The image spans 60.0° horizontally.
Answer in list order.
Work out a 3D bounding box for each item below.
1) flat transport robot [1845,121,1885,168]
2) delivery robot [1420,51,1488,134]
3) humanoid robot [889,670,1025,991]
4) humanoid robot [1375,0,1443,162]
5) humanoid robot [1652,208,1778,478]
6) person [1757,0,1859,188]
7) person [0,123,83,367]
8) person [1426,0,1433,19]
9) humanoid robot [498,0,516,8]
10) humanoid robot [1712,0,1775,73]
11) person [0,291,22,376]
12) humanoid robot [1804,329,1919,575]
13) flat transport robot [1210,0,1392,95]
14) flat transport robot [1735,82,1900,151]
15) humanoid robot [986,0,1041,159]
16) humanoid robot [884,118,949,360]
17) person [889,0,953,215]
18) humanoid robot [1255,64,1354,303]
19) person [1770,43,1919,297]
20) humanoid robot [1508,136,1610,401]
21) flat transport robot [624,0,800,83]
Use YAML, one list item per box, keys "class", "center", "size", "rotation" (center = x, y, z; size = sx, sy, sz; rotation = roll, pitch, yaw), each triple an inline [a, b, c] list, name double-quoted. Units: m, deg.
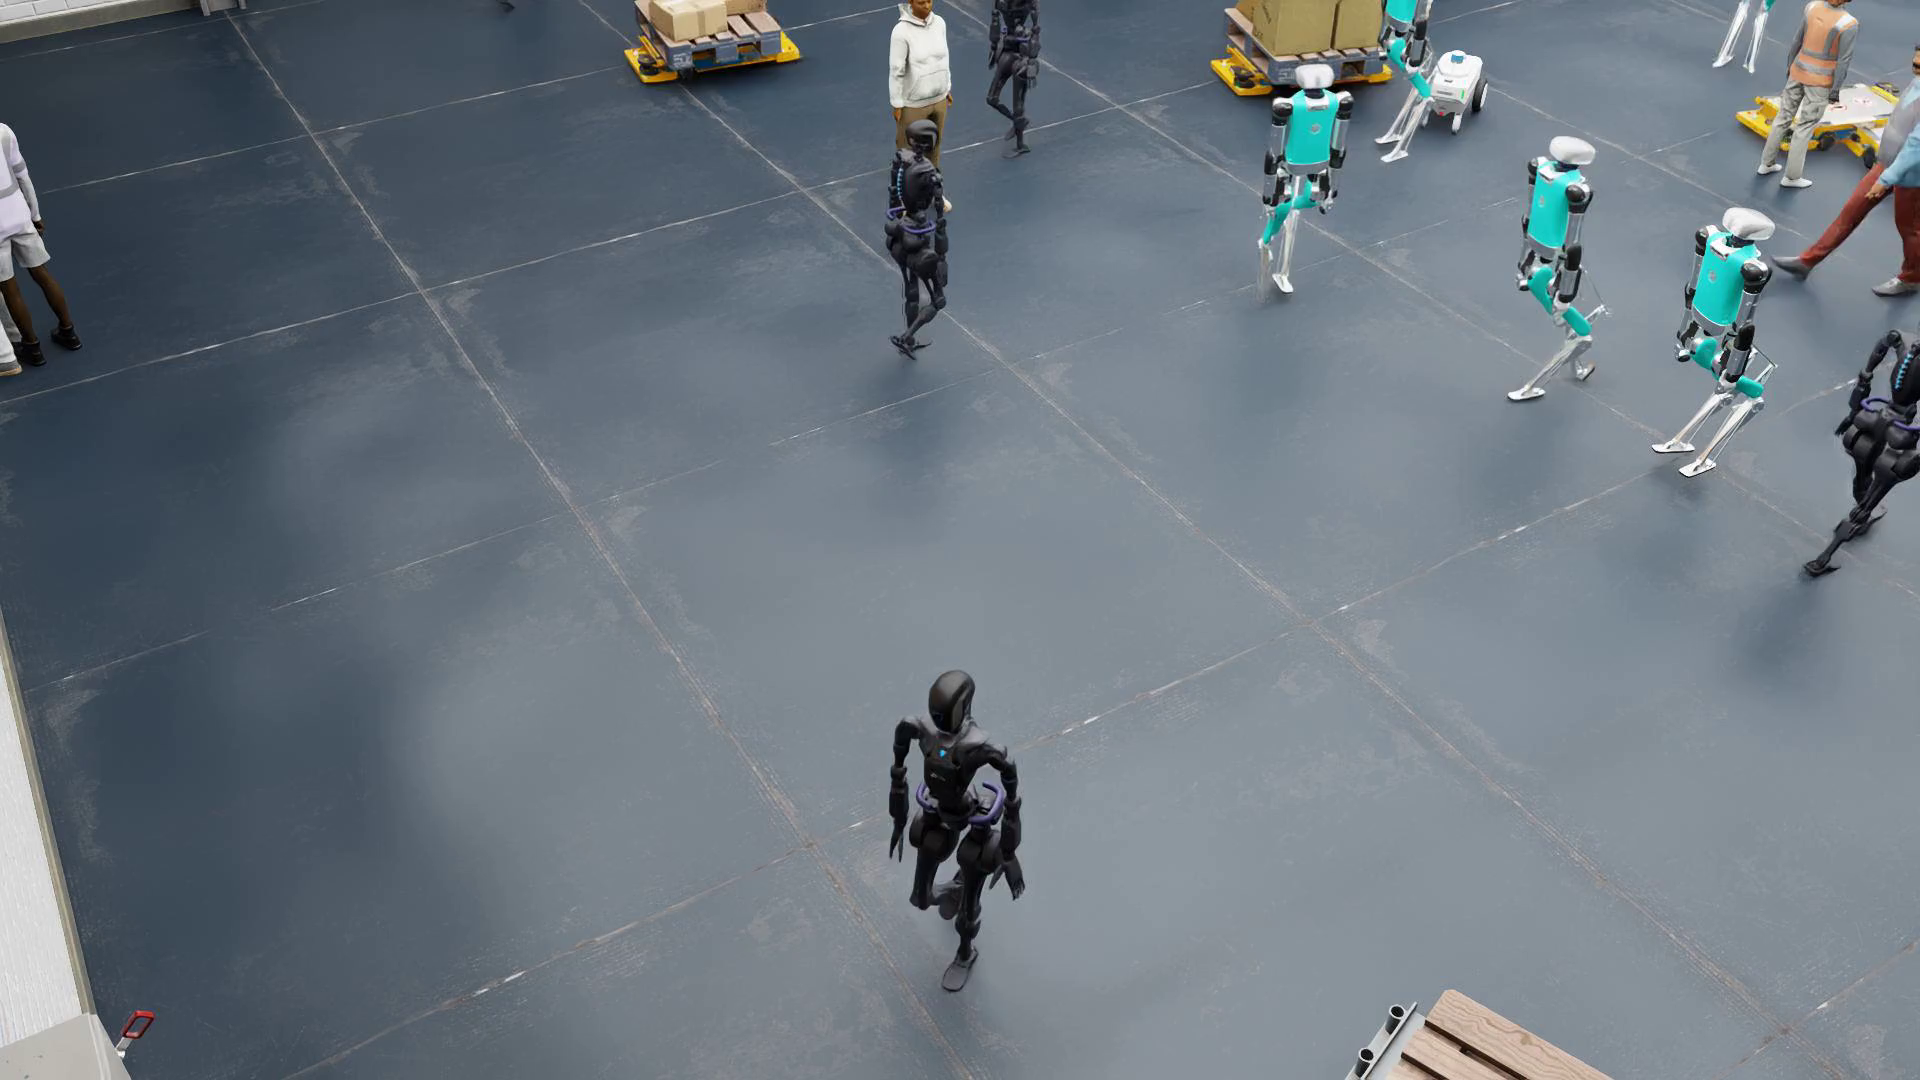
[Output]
- class: "flat transport robot"
  center: [7.542, -2.875, 12.919]
  size: [0.659, 0.231, 1.431]
  rotation: [-3, 38, -4]
- class: "delivery robot"
  center: [4.089, -3.769, 13.815]
  size: [0.499, 0.592, 0.774]
  rotation: [16, 41, 19]
- class: "humanoid robot"
  center: [0.028, 1.137, 6.727]
  size: [0.602, 1.650, 0.469]
  rotation: [16, 41, 19]
- class: "humanoid robot"
  center: [3.585, -3.855, 12.936]
  size: [0.678, 1.759, 0.545]
  rotation: [-14, 40, -17]
- class: "humanoid robot"
  center: [4.418, -1.129, 9.427]
  size: [0.735, 1.677, 0.533]
  rotation: [-10, 40, -13]
- class: "person"
  center: [6.447, -3.477, 12.573]
  size: [0.307, 1.639, 0.522]
  rotation: [-14, 40, -17]
- class: "person"
  center: [-6.076, -2.013, 10.502]
  size: [0.390, 1.930, 0.537]
  rotation: [22, 43, 25]
- class: "person"
  center: [4.222, -5.692, 15.210]
  size: [0.633, 1.839, 0.429]
  rotation: [-3, 39, -4]
- class: "humanoid robot"
  center: [-4.144, -5.823, 15.546]
  size: [0.709, 1.633, 0.605]
  rotation: [-27, 46, -30]
- class: "humanoid robot"
  center: [6.954, -4.912, 14.299]
  size: [0.530, 1.788, 0.678]
  rotation: [10, 39, 12]
- class: "person"
  center: [-6.286, -1.906, 10.405]
  size: [0.341, 1.878, 0.575]
  rotation: [-4, 39, -5]
- class: "humanoid robot"
  center: [5.007, -0.564, 8.900]
  size: [0.772, 1.621, 0.616]
  rotation: [-18, 42, -22]
- class: "flat transport robot"
  center: [2.981, -4.151, 14.529]
  size: [1.431, 0.231, 0.659]
  rotation: [-9, 39, -11]
- class: "flat transport robot"
  center: [7.219, -3.480, 13.682]
  size: [1.431, 0.231, 0.659]
  rotation: [-9, 39, -11]
- class: "humanoid robot"
  center: [0.440, -3.779, 12.930]
  size: [0.351, 1.651, 0.613]
  rotation: [-23, 44, -27]
- class: "humanoid robot"
  center: [-0.327, -1.895, 10.555]
  size: [0.400, 1.645, 0.610]
  rotation: [-24, 44, -28]
- class: "person"
  center: [-0.298, -3.202, 12.128]
  size: [0.531, 1.764, 0.363]
  rotation: [-25, 45, -28]
- class: "humanoid robot"
  center: [2.212, -2.375, 11.178]
  size: [0.544, 1.871, 0.746]
  rotation: [-6, 39, -7]
- class: "person"
  center: [6.239, -2.480, 11.165]
  size: [1.021, 1.822, 0.535]
  rotation: [3, 38, 4]
- class: "humanoid robot"
  center: [3.804, -1.616, 10.214]
  size: [0.835, 1.858, 0.558]
  rotation: [-10, 40, -13]
- class: "flat transport robot"
  center: [-2.214, -4.369, 14.805]
  size: [1.431, 0.231, 0.659]
  rotation: [-15, 41, -18]
